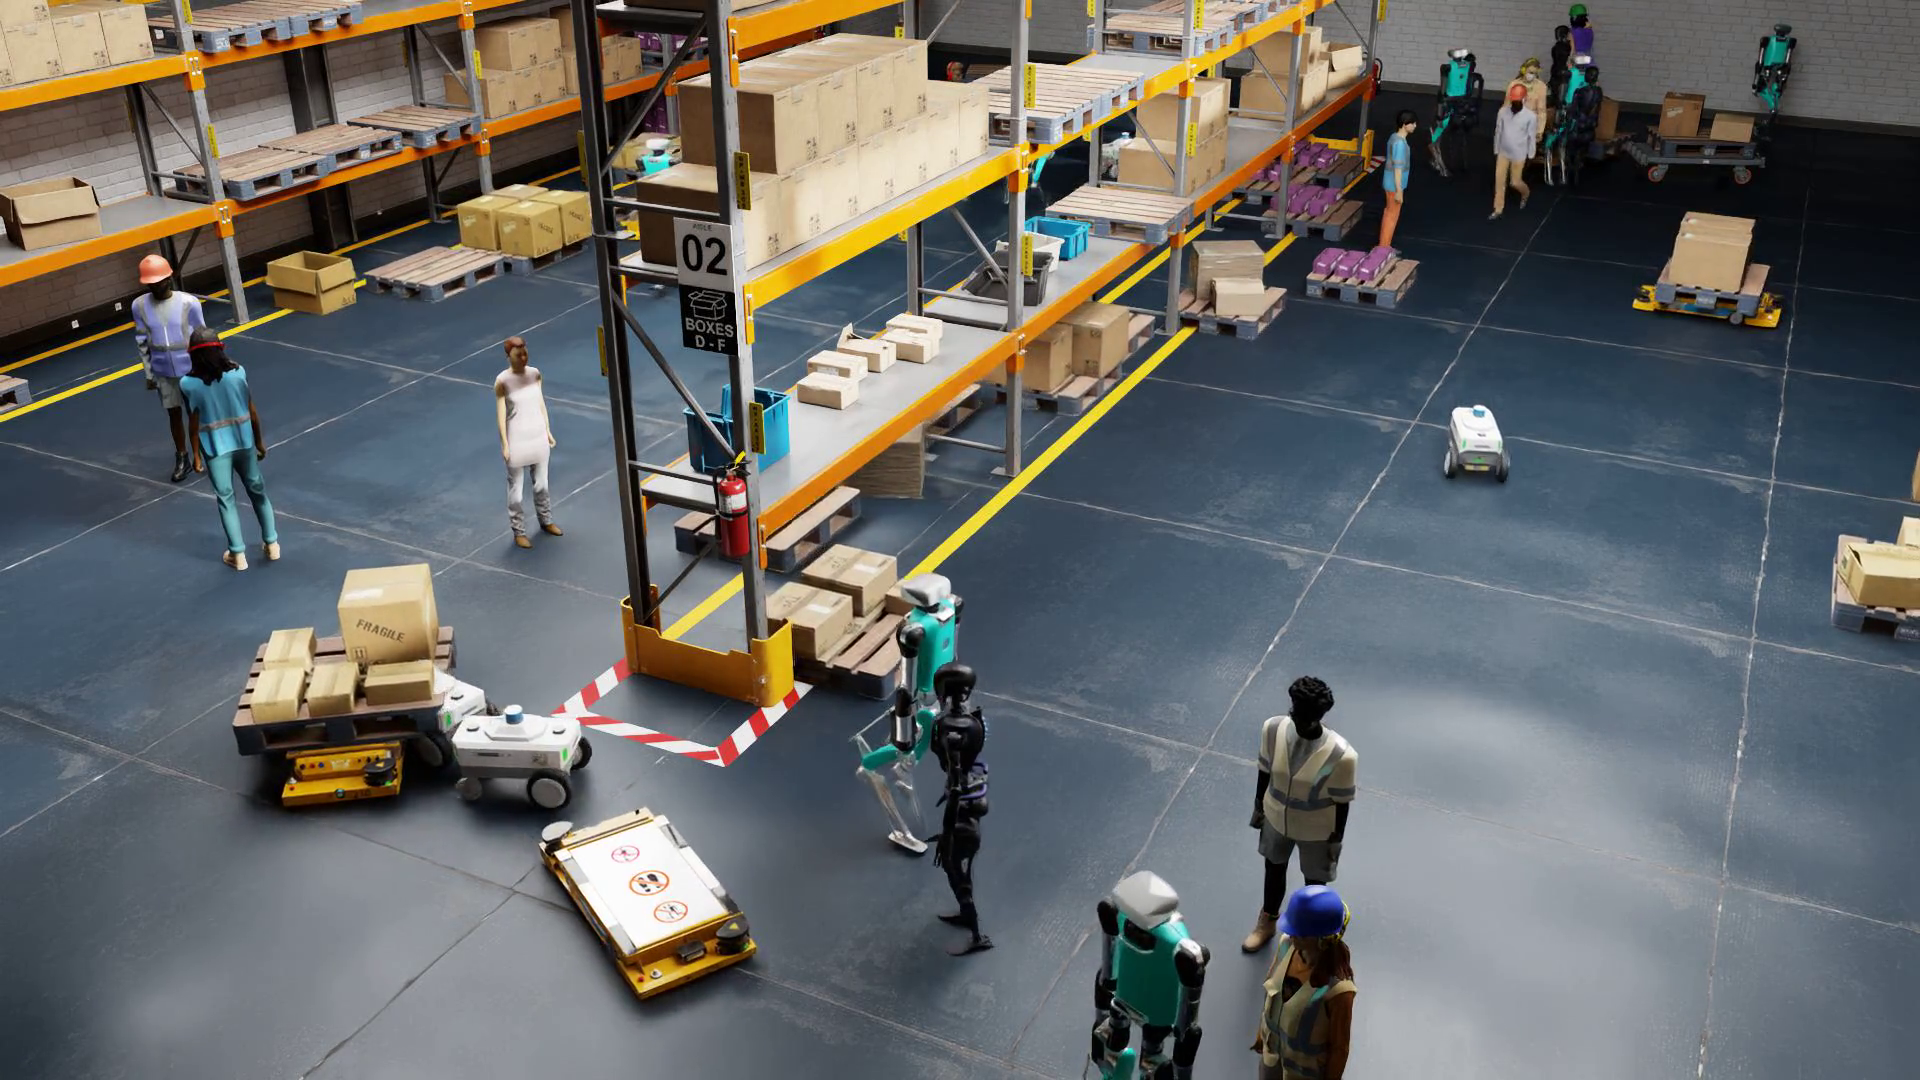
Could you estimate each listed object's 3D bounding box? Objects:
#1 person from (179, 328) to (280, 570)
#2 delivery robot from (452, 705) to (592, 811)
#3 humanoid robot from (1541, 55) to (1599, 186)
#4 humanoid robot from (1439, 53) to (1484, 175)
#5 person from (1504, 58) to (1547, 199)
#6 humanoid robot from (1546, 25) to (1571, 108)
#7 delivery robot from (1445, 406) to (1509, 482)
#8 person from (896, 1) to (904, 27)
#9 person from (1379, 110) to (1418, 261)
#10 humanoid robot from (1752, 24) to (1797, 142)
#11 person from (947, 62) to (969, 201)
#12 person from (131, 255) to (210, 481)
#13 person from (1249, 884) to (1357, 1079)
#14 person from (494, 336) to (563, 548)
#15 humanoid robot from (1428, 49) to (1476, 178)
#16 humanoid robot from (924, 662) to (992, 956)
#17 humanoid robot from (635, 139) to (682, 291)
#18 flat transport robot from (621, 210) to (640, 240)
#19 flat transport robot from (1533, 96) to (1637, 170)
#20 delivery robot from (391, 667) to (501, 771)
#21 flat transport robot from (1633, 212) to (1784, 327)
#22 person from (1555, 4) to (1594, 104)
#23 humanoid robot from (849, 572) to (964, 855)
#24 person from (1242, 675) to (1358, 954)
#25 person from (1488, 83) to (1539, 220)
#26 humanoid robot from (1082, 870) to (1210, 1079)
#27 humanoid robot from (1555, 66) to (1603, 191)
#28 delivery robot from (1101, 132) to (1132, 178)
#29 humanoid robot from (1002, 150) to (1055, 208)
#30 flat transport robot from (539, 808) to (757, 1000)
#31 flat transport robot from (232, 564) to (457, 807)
[{"bbox_3d":[-5.425,-0.667,12.327,0.521,1.865,0.394,-19,32,-33],"label":"person"},{"bbox_3d":[-2.604,1.265,9.905,0.784,0.599,0.499,1,26,3],"label":"delivery robot"},{"bbox_3d":[8.234,-5.740,22.707,0.531,1.779,0.700,-6,27,-12],"label":"humanoid robot"},{"bbox_3d":[6.980,-5.941,23.193,0.610,1.655,0.351,-7,27,-13],"label":"humanoid robot"},{"bbox_3d":[7.424,-5.410,21.946,0.544,1.831,0.922,5,27,10],"label":"person"},{"bbox_3d":[9.135,-7.011,25.372,0.375,1.648,0.609,2,26,3],"label":"humanoid robot"},{"bbox_3d":[4.388,-0.843,14.155,0.499,0.591,0.768,4,27,7],"label":"delivery robot"},{"bbox_3d":[-0.948,-9.491,30.192,0.366,1.832,0.500,21,33,35],"label":"person"},{"bbox_3d":[5.121,-4.158,19.501,0.335,1.758,0.493,4,27,8],"label":"person"},{"bbox_3d":[12.130,-6.739,24.739,0.558,1.733,1.024,-2,26,-3],"label":"humanoid robot"},{"bbox_3d":[-0.115,-5.325,21.762,0.373,1.840,0.568,18,31,32],"label":"person"},{"bbox_3d":[-6.475,-1.417,13.762,0.551,1.936,0.354,-5,27,-10],"label":"person"},{"bbox_3d":[1.372,2.130,6.775,0.305,1.778,0.461,-14,29,-26],"label":"person"},{"bbox_3d":[-3.326,-0.761,12.743,0.286,1.661,0.437,23,35,39],"label":"person"},{"bbox_3d":[6.763,-6.003,23.262,0.553,1.760,0.963,-9,28,-18],"label":"humanoid robot"},{"bbox_3d":[0.009,1.356,8.451,0.368,1.650,0.585,1,26,2],"label":"humanoid robot"},{"bbox_3d":[-3.184,-3.597,18.376,0.548,1.740,0.977,8,27,16],"label":"humanoid robot"},{"bbox_3d":[-3.785,-4.045,20.949,0.659,0.231,1.431,3,26,6],"label":"flat transport robot"},{"bbox_3d":[8.983,-5.607,24.103,1.431,0.231,0.659,-21,33,-35],"label":"flat transport robot"},{"bbox_3d":[-3.266,1.054,10.348,0.797,0.613,0.499,16,30,28],"label":"delivery robot"},{"bbox_3d":[8.083,-2.570,17.969,1.431,0.231,0.659,13,29,25],"label":"flat transport robot"},{"bbox_3d":[9.393,-7.281,25.663,0.548,1.896,0.769,-12,29,-23],"label":"person"},{"bbox_3d":[-0.338,0.996,9.185,0.670,1.863,0.539,15,30,27],"label":"humanoid robot"},{"bbox_3d":[1.696,1.412,8.325,0.535,1.691,0.318,21,33,36],"label":"person"},{"bbox_3d":[7.068,-4.955,21.140,0.613,1.729,0.570,-23,34,-38],"label":"person"},{"bbox_3d":[0.596,2.222,6.695,0.697,1.852,0.553,-21,33,-35],"label":"humanoid robot"},{"bbox_3d":[8.341,-5.528,22.349,0.609,1.647,0.329,-13,29,-24],"label":"humanoid robot"},{"bbox_3d":[2.322,-5.436,23.428,0.777,0.587,0.499,-17,31,-31],"label":"delivery robot"},{"bbox_3d":[0.852,-5.062,21.434,1.019,1.787,0.536,-21,33,-36],"label":"humanoid robot"},{"bbox_3d":[-1.706,1.892,8.956,0.659,0.231,1.431,-16,30,-29],"label":"flat transport robot"},{"bbox_3d":[-3.794,1.166,10.423,0.659,0.231,1.431,-5,27,-10],"label":"flat transport robot"}]
